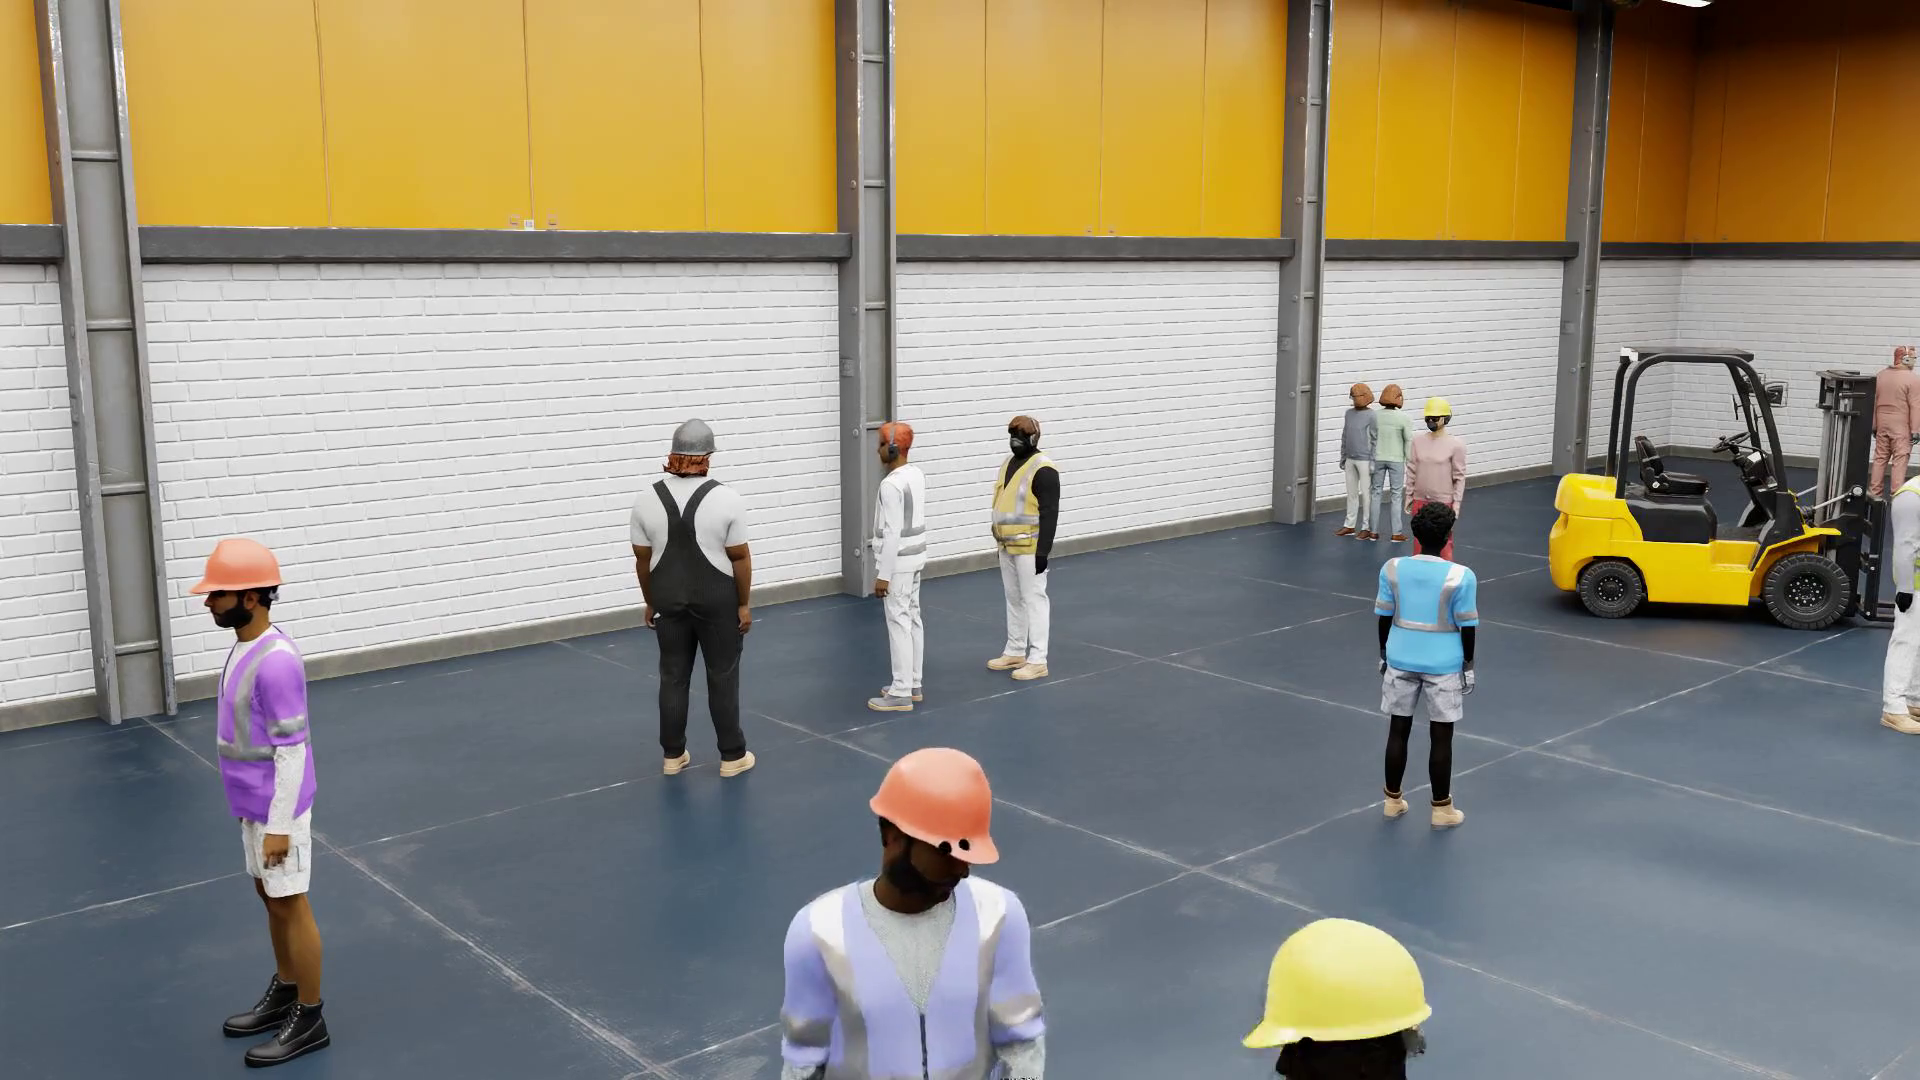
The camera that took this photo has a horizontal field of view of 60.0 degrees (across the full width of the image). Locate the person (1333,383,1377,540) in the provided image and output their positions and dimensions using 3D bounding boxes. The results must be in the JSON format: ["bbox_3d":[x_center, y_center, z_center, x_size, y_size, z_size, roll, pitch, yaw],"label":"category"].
[{"bbox_3d":[4.159,-0.825,17.356,0.281,1.633,0.498,-6,11,-30],"label":"person"}]

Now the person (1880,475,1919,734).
[{"bbox_3d":[6.027,0.274,10.322,0.634,1.839,0.429,-6,11,-30],"label":"person"}]

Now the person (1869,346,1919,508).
[{"bbox_3d":[10.970,-1.318,19.458,0.405,1.904,0.653,-3,10,-19],"label":"person"}]

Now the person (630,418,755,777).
[{"bbox_3d":[-1.482,0.323,9.451,0.675,2.000,0.536,2,10,10],"label":"person"}]

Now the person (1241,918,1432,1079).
[{"bbox_3d":[0.669,1.564,2.688,0.370,1.910,0.624,-4,10,-20],"label":"person"}]

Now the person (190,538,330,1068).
[{"bbox_3d":[-2.553,0.949,6.082,0.365,1.939,0.542,-7,12,-34],"label":"person"}]

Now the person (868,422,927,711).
[{"bbox_3d":[-0.404,0.169,10.812,0.355,1.883,0.576,3,10,16],"label":"person"}]

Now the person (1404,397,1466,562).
[{"bbox_3d":[3.999,-0.327,14.055,0.523,1.769,0.315,9,13,42],"label":"person"}]

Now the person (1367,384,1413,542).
[{"bbox_3d":[4.427,-0.794,17.178,0.509,1.632,0.267,6,11,32],"label":"person"}]

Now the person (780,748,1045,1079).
[{"bbox_3d":[-0.086,1.389,3.625,0.573,1.897,0.517,-2,10,-14],"label":"person"}]

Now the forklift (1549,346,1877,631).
[{"bbox_3d":[6.109,-0.478,13.691,2.313,2.155,1.214,3,10,16],"label":"forklift"}]

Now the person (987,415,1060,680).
[{"bbox_3d":[0.432,0.046,11.647,0.429,1.844,0.633,-5,11,-28],"label":"person"}]

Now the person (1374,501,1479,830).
[{"bbox_3d":[2.404,0.642,8.582,0.541,1.696,0.316,7,12,37],"label":"person"}]
